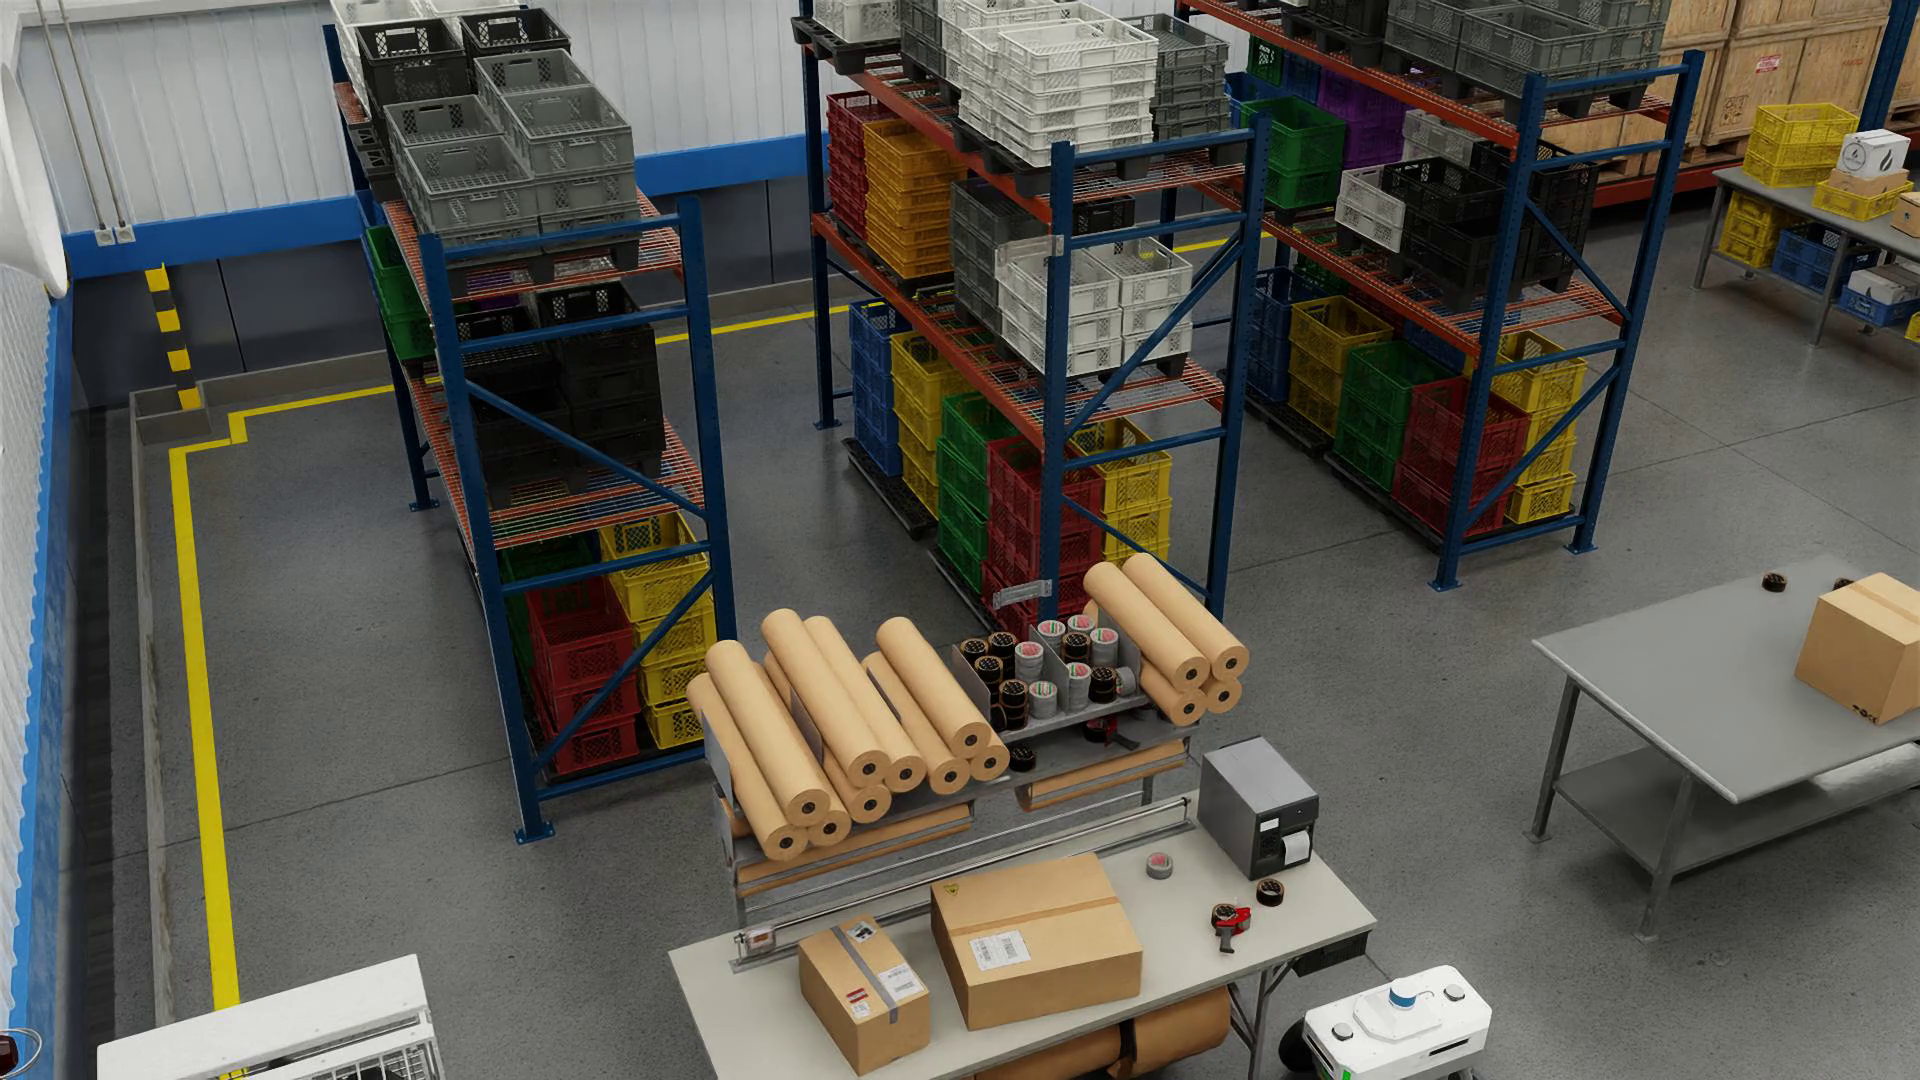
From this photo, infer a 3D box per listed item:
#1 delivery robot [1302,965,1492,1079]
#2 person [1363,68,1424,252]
[{"bbox_3d":[1.700,1.914,6.481,0.707,0.478,0.477,-12,34,-19],"label":"delivery robot"},{"bbox_3d":[3.508,-3.323,13.772,0.625,1.933,0.374,20,37,29],"label":"person"}]
